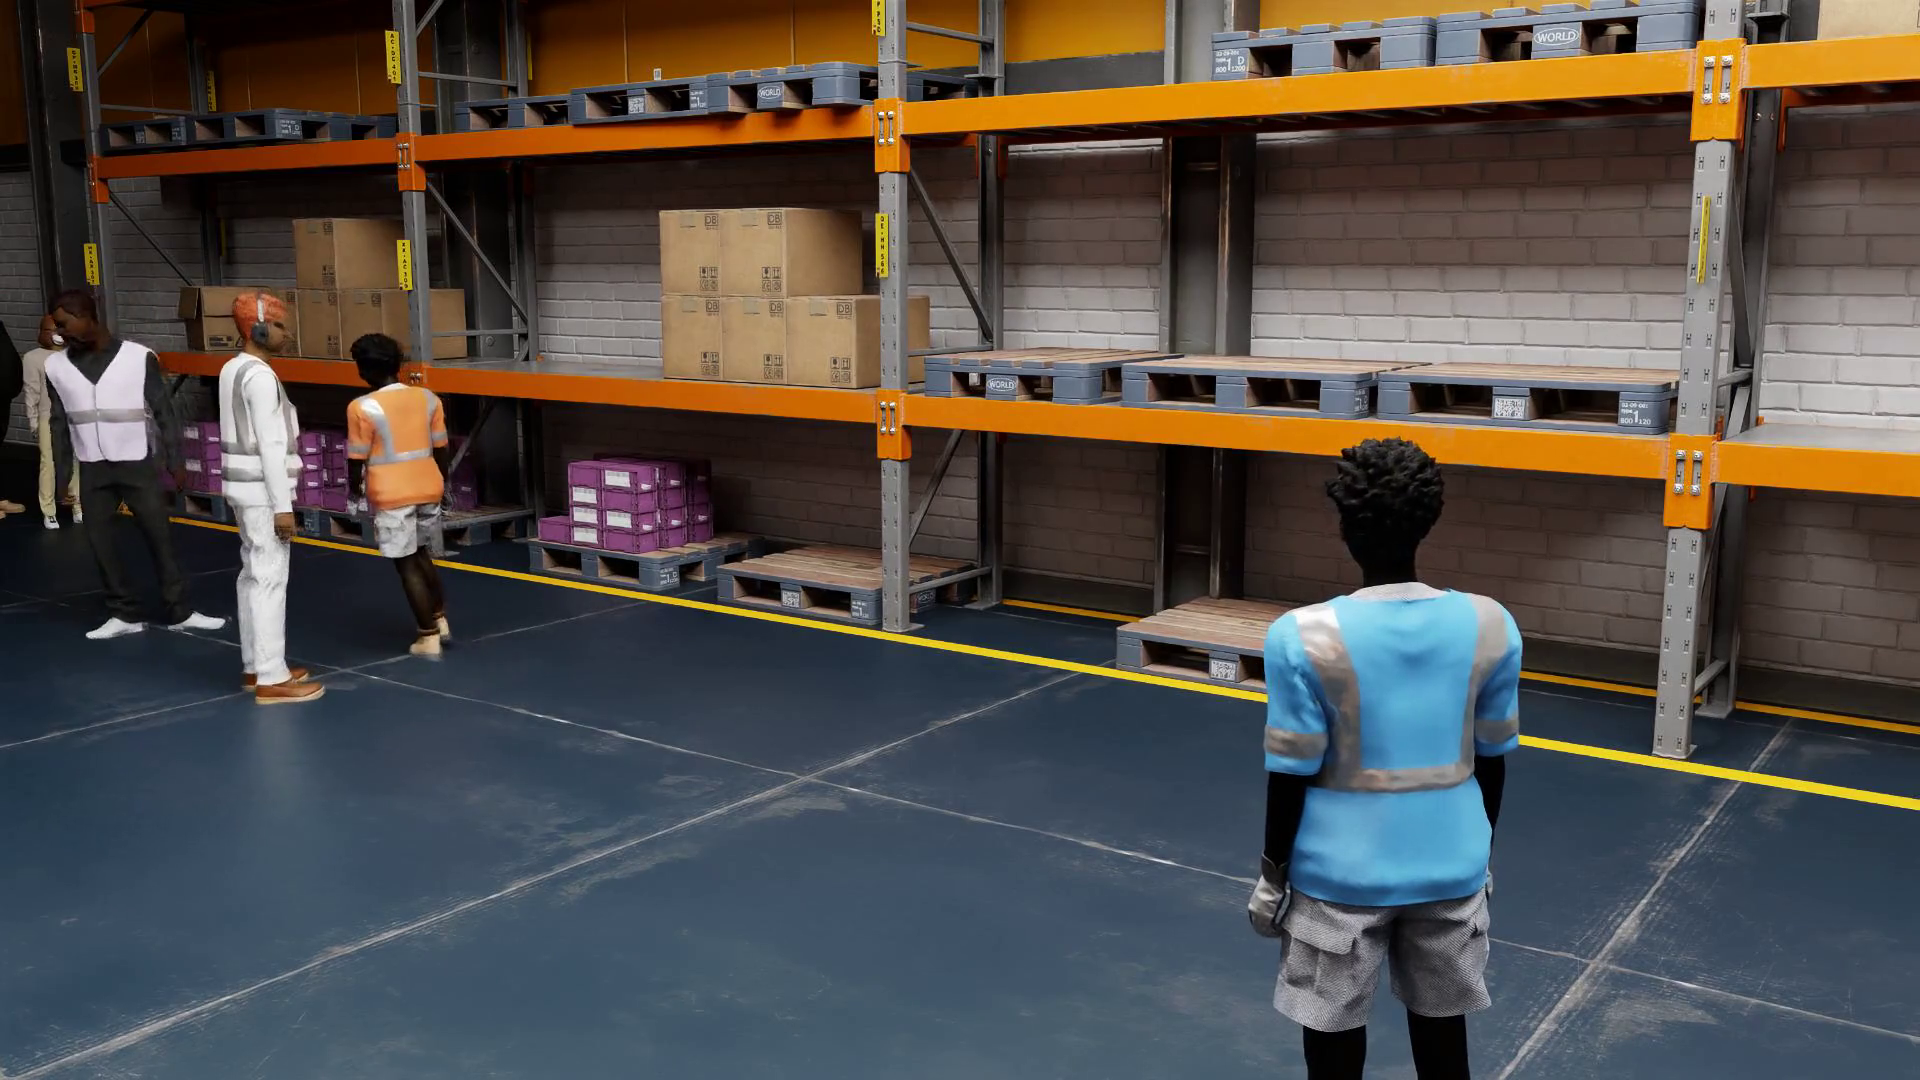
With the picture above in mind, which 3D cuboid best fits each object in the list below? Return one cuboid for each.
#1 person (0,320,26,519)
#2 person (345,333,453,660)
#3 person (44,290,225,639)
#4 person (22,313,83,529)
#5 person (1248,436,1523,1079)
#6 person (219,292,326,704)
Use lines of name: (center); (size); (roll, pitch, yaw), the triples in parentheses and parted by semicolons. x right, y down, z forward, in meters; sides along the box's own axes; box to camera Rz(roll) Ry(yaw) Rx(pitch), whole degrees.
person: (-7.661, -1.184, 13.090); (0.538, 2.000, 0.690); (-1, 10, -7)
person: (-2.855, -0.215, 8.441); (0.535, 1.664, 0.562); (6, 11, 34)
person: (-4.430, -0.396, 8.931); (0.804, 1.872, 0.370); (-2, 10, -9)
person: (-6.825, -0.906, 12.643); (0.268, 1.632, 0.507); (7, 12, 35)
person: (0.813, 0.647, 3.219); (0.531, 1.692, 0.320); (-2, 10, -13)
person: (-3.205, -0.194, 7.660); (0.337, 1.883, 0.582); (-7, 12, -37)
